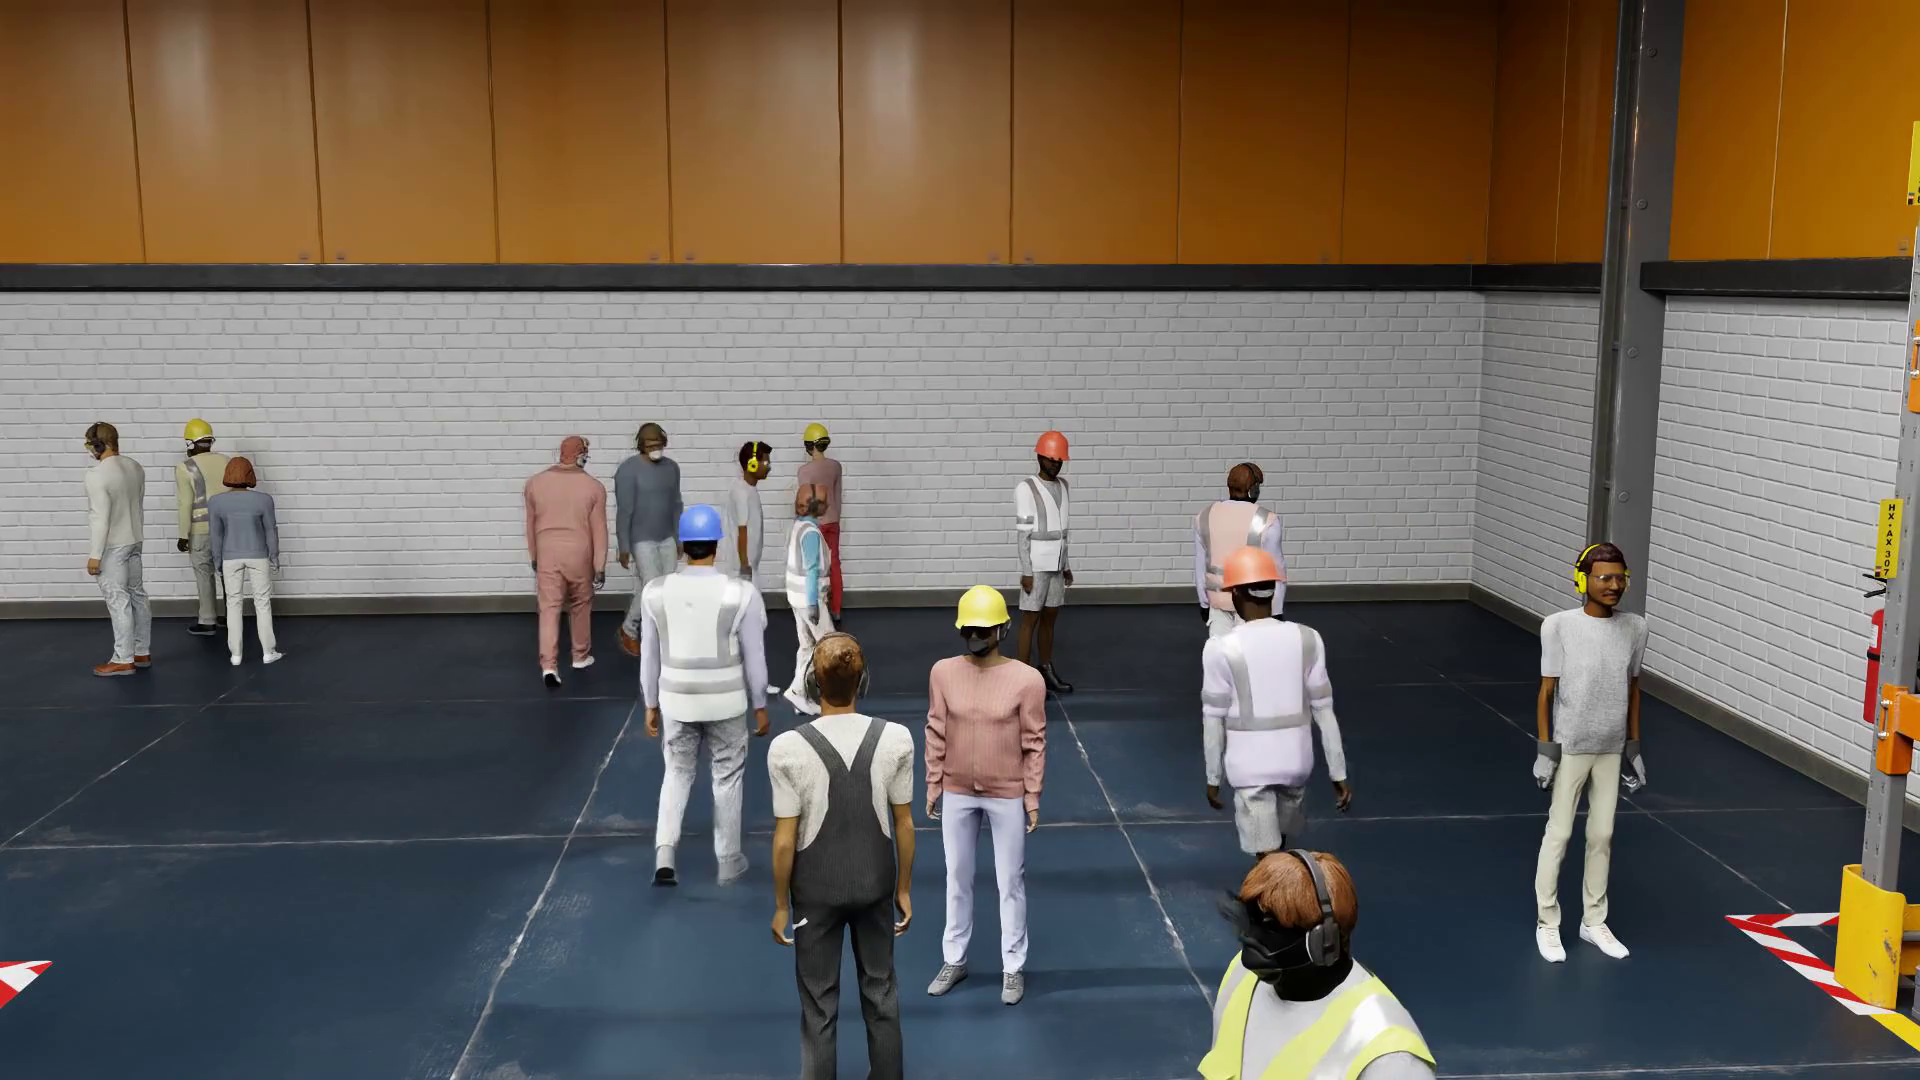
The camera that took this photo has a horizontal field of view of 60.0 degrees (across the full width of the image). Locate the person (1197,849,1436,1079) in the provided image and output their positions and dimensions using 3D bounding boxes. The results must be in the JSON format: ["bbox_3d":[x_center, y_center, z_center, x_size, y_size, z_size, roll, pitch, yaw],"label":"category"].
[{"bbox_3d":[0.719,1.553,3.588,0.429,1.841,0.634,-4,10,-25],"label":"person"}]

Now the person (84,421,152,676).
[{"bbox_3d":[-6.425,0.064,12.654,0.373,1.935,0.628,1,9,3],"label":"person"}]

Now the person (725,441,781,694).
[{"bbox_3d":[-1.579,0.211,11.997,0.478,1.847,0.556,0,9,0],"label":"person"}]

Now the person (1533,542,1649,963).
[{"bbox_3d":[2.798,0.934,7.372,0.513,1.876,0.328,-1,9,-8],"label":"person"}]

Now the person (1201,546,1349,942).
[{"bbox_3d":[1.322,0.963,7.184,0.627,1.871,0.944,-2,9,-15],"label":"person"}]

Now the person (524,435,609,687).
[{"bbox_3d":[-2.944,0.145,12.430,0.655,1.846,0.994,0,9,-1],"label":"person"}]

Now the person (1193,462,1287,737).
[{"bbox_3d":[1.818,0.418,10.720,0.632,1.843,0.429,7,11,37],"label":"person"}]

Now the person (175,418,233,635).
[{"bbox_3d":[-6.379,-0.113,14.075,0.404,1.835,0.590,4,10,25],"label":"person"}]

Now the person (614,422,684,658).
[{"bbox_3d":[-2.402,0.028,12.943,0.471,1.911,0.709,6,11,33],"label":"person"}]

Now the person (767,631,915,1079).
[{"bbox_3d":[-0.404,1.218,5.684,0.507,1.846,0.346,-3,9,-18],"label":"person"}]

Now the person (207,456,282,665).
[{"bbox_3d":[-5.568,0.163,12.967,0.500,1.633,0.285,-2,9,-14],"label":"person"}]

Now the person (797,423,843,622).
[{"bbox_3d":[-1.227,-0.130,14.389,0.315,1.769,0.523,7,11,37],"label":"person"}]

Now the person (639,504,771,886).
[{"bbox_3d":[-1.245,0.782,8.128,0.631,1.934,0.633,2,9,10],"label":"person"}]

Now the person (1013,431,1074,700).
[{"bbox_3d":[0.629,0.176,11.957,0.376,1.931,0.542,8,12,41],"label":"person"}]

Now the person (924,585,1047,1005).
[{"bbox_3d":[0.099,1.056,6.945,0.525,1.769,0.316,3,9,17],"label":"person"}]

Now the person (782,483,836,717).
[{"bbox_3d":[-1.003,0.420,11.360,0.367,1.621,0.548,-2,9,-13],"label":"person"}]
